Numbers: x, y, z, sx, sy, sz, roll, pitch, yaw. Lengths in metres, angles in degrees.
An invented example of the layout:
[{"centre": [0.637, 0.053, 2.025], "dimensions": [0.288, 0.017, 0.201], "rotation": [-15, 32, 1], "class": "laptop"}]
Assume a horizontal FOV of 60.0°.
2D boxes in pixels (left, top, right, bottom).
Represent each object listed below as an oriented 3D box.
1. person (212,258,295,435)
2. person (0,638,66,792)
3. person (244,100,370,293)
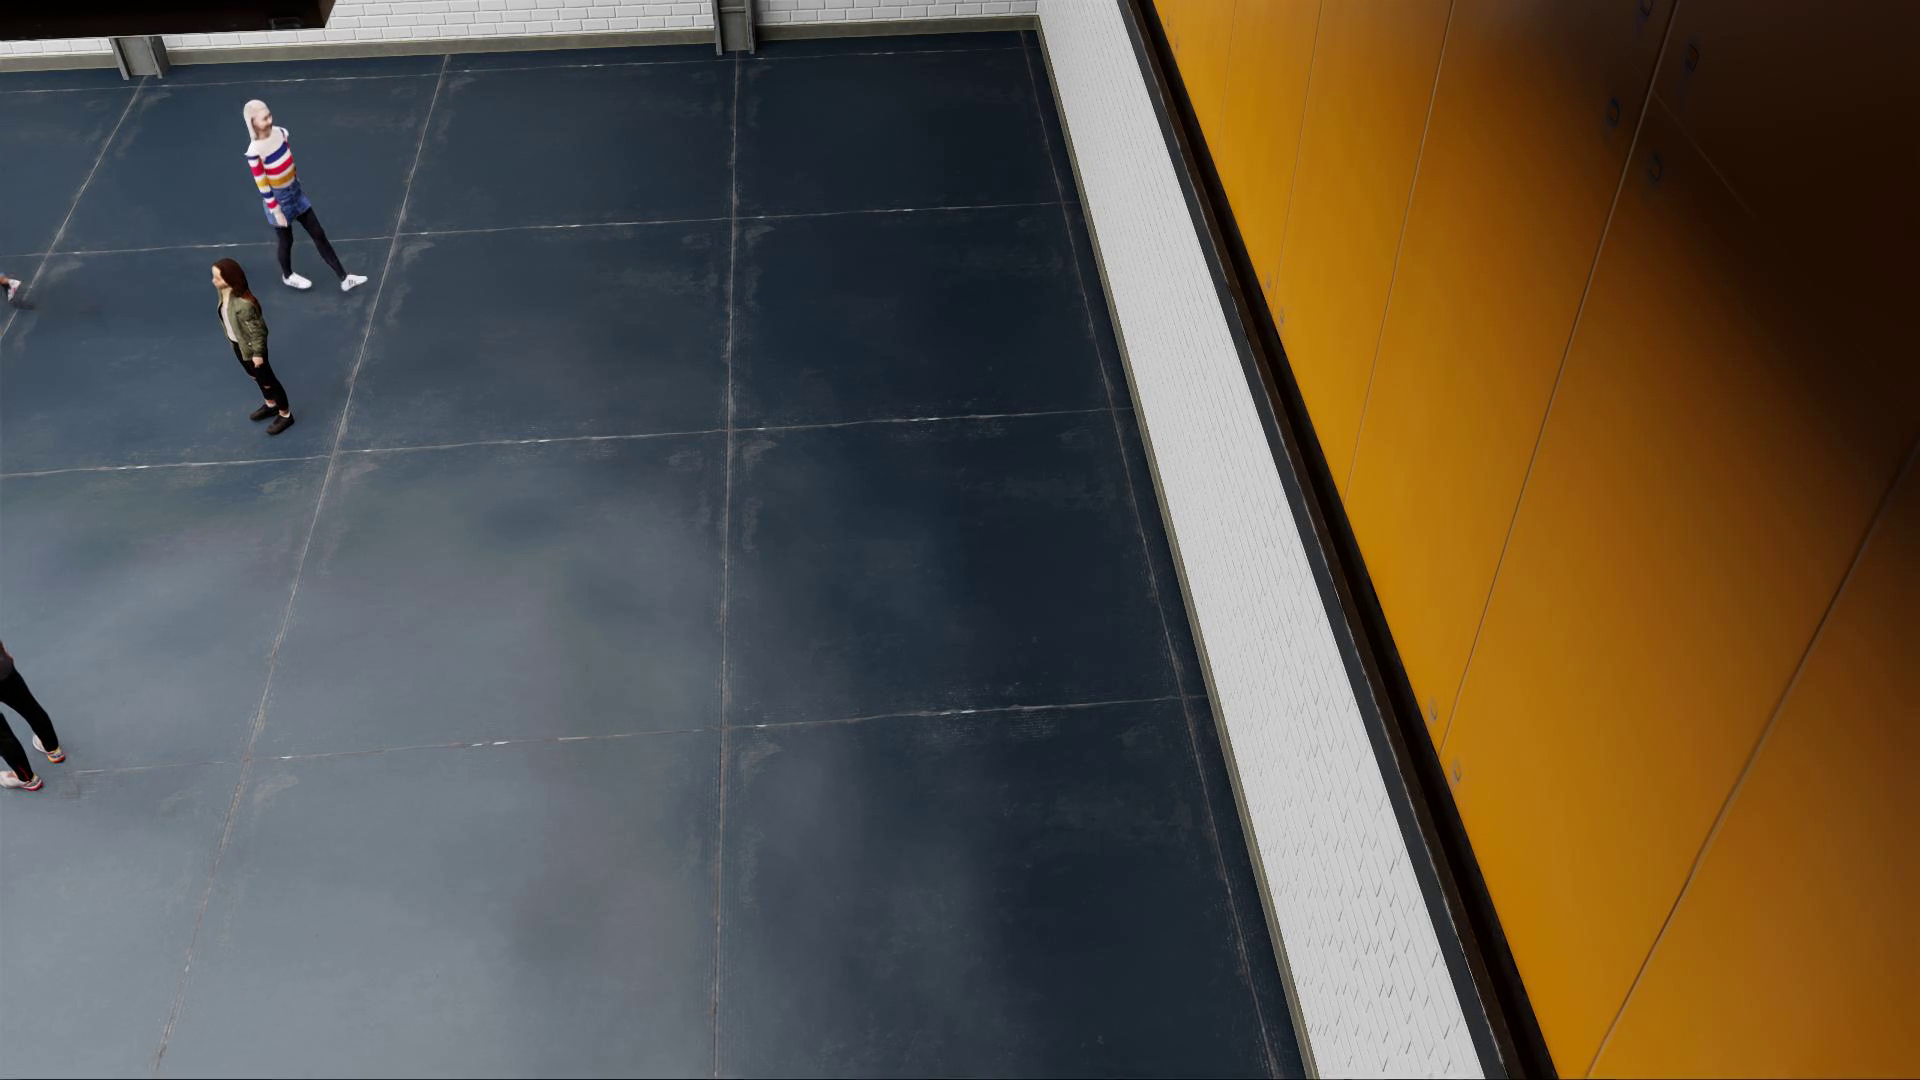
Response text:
[{"centre": [-5.320, -1.467, 12.453], "dimensions": [0.654, 1.476, 0.704], "rotation": [33, 52, 30], "class": "person"}, {"centre": [-5.796, 0.815, 9.849], "dimensions": [0.715, 1.764, 0.722], "rotation": [16, 46, 16], "class": "person"}, {"centre": [-5.603, -2.785, 13.621], "dimensions": [1.155, 1.773, 0.942], "rotation": [13, 45, 14], "class": "person"}]
